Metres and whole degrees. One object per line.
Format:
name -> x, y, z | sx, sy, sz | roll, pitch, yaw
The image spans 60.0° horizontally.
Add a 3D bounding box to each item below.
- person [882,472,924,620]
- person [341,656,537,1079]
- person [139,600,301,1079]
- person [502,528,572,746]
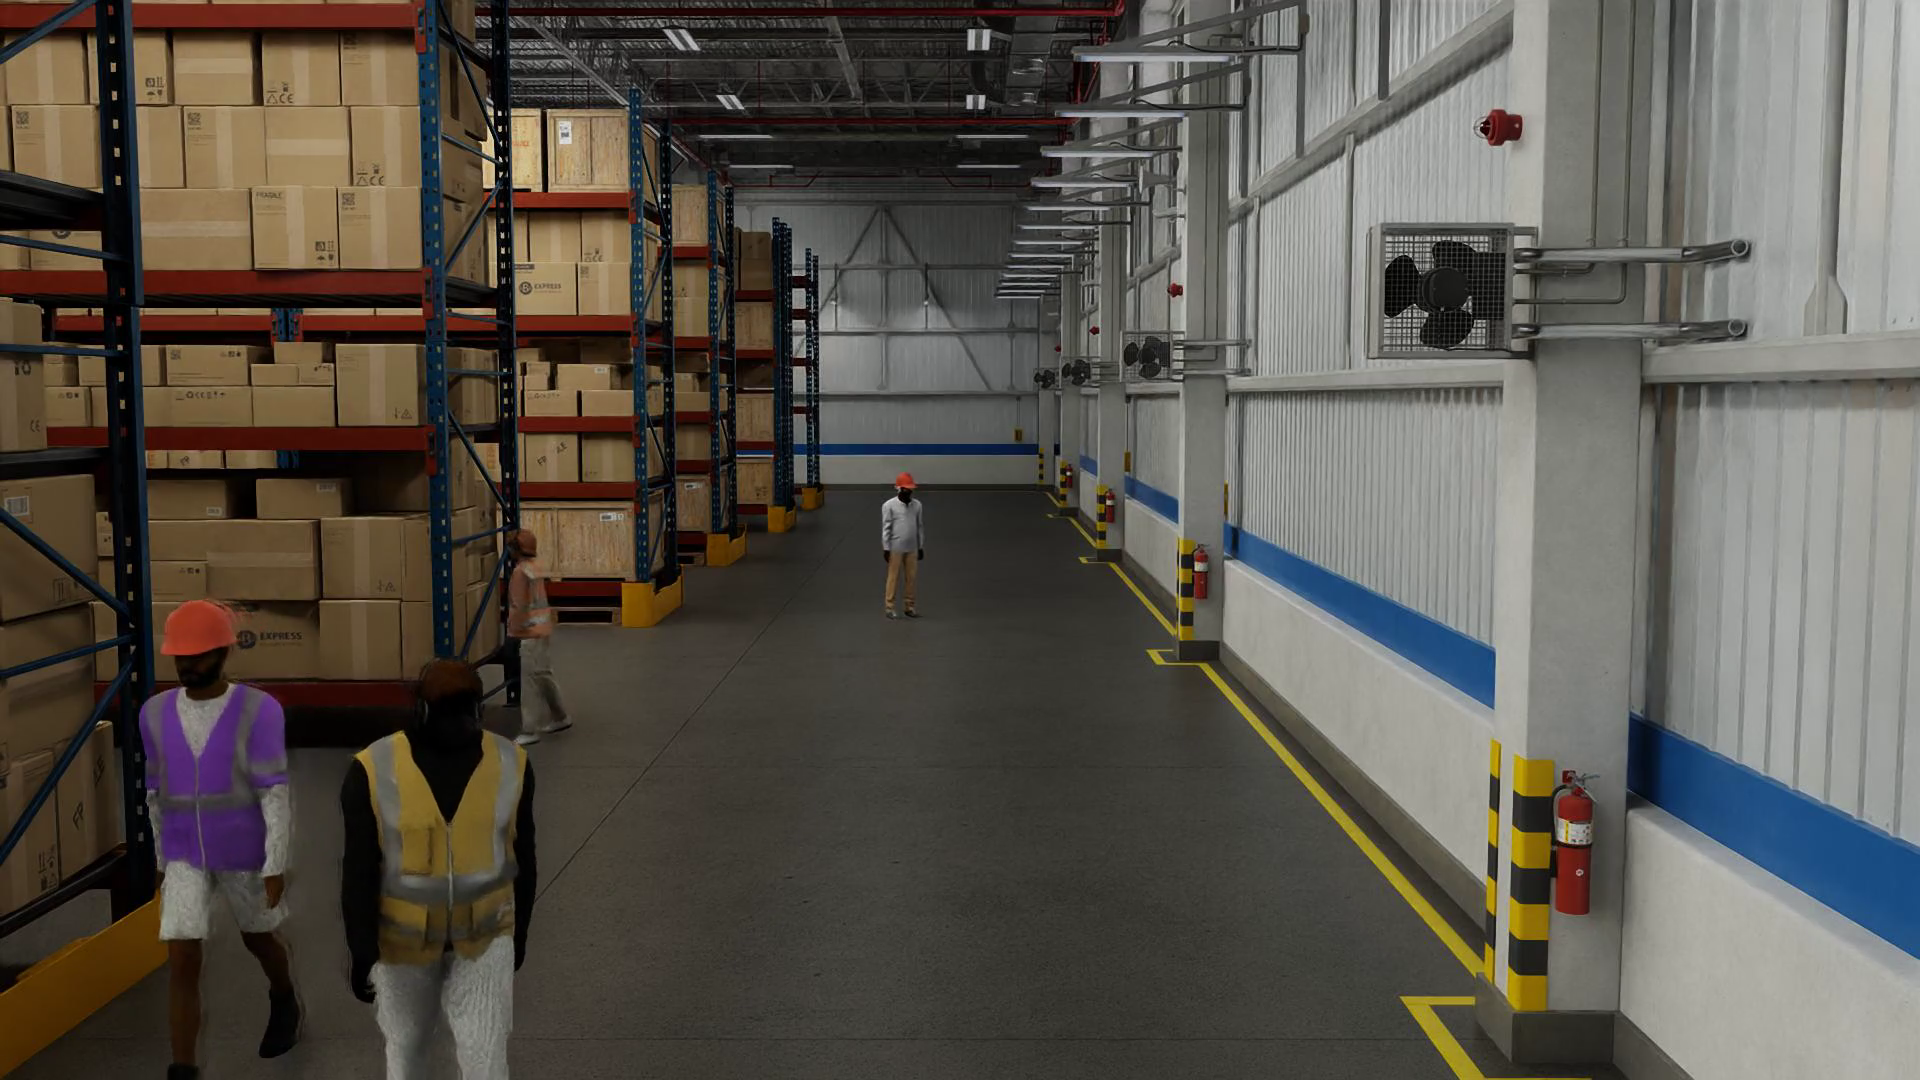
person -> -0.653, 0.073, 19.618 | 0.576, 1.743, 0.354 | -3, 6, -35
person -> -1.684, 1.261, 5.412 | 0.618, 1.808, 0.931 | -2, 5, -22
person -> -2.788, 1.149, 6.301 | 0.559, 1.893, 1.010 | 0, 5, -3
person -> -3.220, 0.731, 12.567 | 0.394, 1.640, 0.704 | 0, 5, -1
